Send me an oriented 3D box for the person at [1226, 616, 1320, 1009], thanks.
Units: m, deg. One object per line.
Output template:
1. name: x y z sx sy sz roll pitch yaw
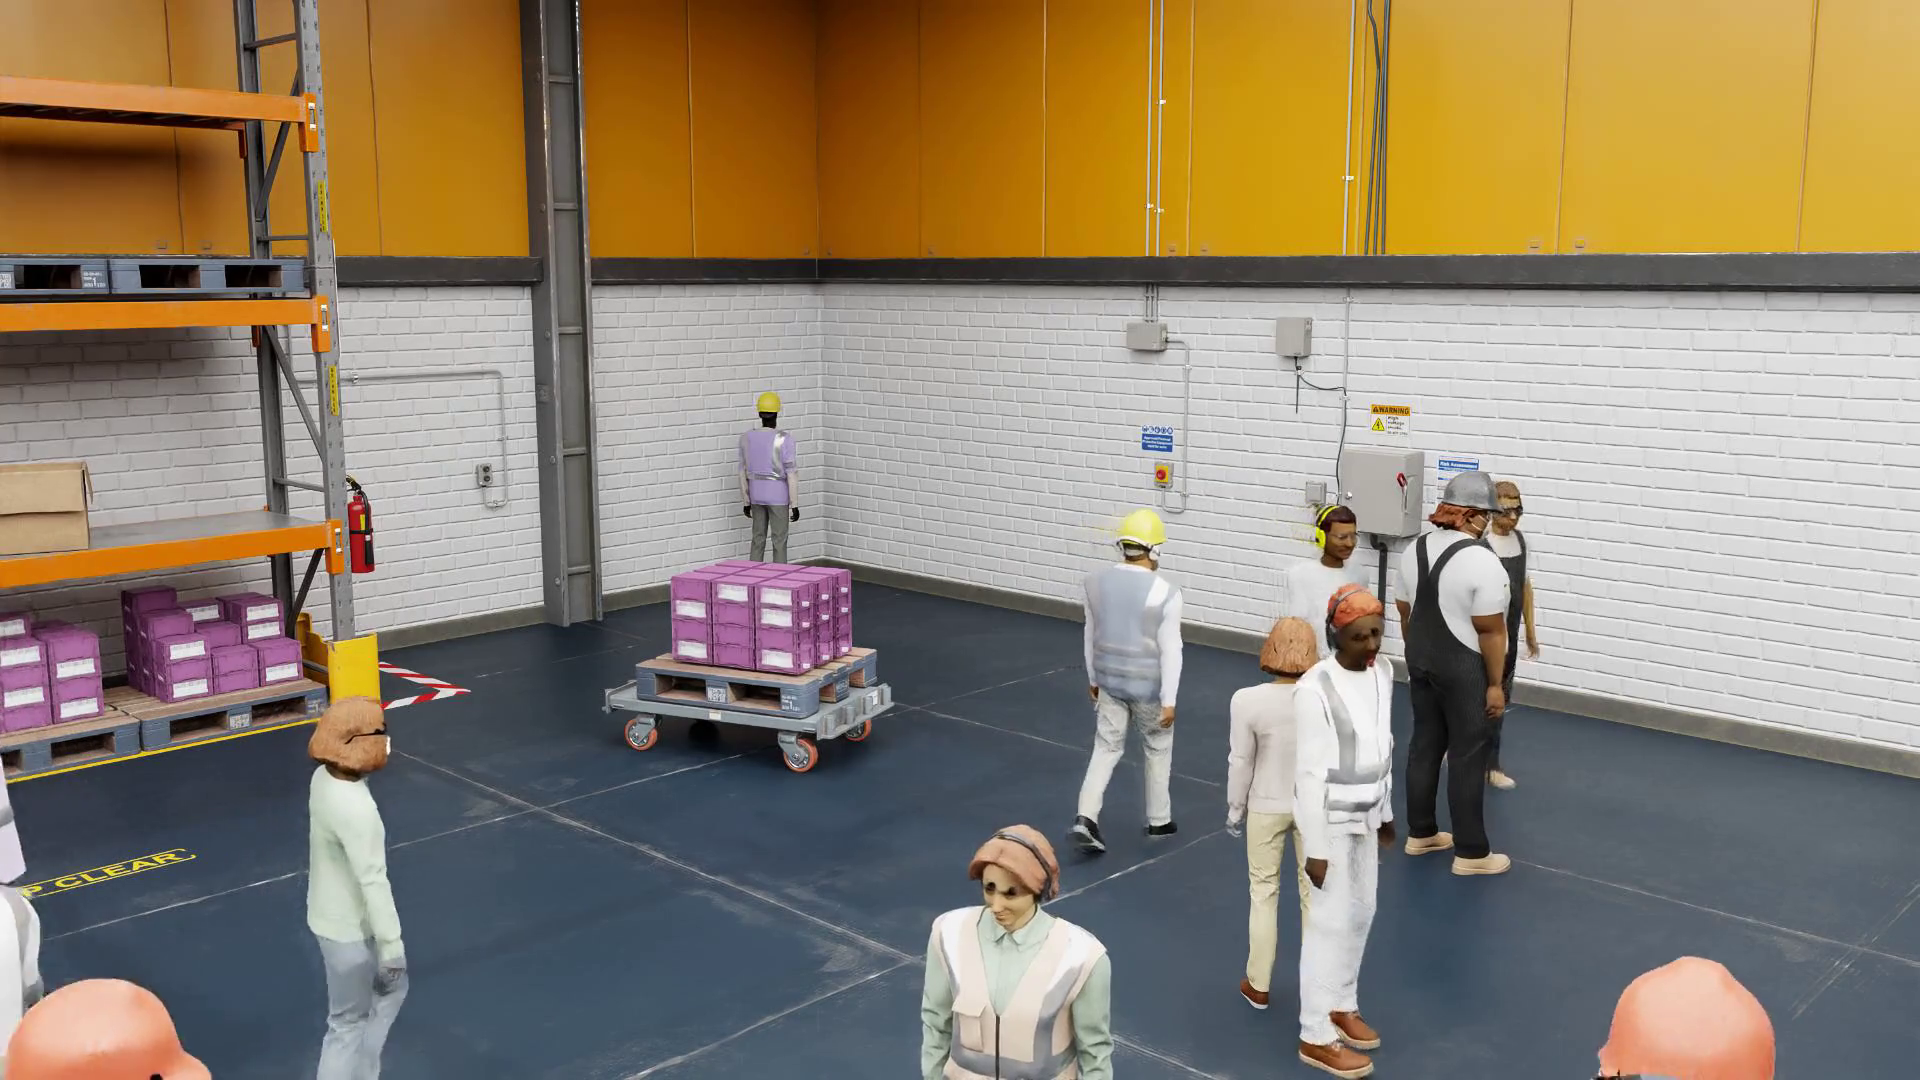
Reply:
1. person: 1.341 1.118 6.815 0.499 1.634 0.280 1 9 4

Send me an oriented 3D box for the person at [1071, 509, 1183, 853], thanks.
1. person: 0.862 0.743 8.624 0.596 1.810 0.800 6 11 33

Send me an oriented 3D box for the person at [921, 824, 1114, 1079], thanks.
1. person: 0.144 1.521 4.329 0.515 1.640 0.314 4 10 21

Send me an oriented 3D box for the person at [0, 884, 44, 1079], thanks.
1. person: -2.361 1.447 3.908 0.425 1.922 0.617 2 9 9

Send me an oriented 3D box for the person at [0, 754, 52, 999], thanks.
1. person: -3.433 1.164 5.775 0.858 1.889 0.592 -9 13 -43

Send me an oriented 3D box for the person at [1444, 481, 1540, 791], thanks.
1. person: 3.113 0.556 9.671 0.523 1.828 0.417 -6 11 -32

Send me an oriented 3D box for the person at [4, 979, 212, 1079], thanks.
1. person: -1.397 1.634 2.770 0.428 1.919 0.570 0 9 -2

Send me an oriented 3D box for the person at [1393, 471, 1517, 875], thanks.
1. person: 2.554 0.650 8.440 0.536 2.000 0.673 -4 10 -25

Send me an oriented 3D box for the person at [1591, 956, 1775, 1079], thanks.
1. person: 1.017 1.637 2.461 0.654 2.024 0.664 3 10 19

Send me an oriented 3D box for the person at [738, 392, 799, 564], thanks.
1. person: -1.718 -0.378 15.076 0.594 1.929 0.357 4 10 24

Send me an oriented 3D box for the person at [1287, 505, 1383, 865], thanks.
1. person: 1.910 0.709 8.768 0.516 1.824 0.979 -2 10 -13

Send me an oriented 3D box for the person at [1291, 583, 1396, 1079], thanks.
1. person: 1.475 1.077 6.329 0.398 1.878 0.609 9 13 43

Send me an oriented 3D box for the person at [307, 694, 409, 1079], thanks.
1. person: -2.026 1.316 5.649 0.487 1.615 0.524 -6 11 -32
